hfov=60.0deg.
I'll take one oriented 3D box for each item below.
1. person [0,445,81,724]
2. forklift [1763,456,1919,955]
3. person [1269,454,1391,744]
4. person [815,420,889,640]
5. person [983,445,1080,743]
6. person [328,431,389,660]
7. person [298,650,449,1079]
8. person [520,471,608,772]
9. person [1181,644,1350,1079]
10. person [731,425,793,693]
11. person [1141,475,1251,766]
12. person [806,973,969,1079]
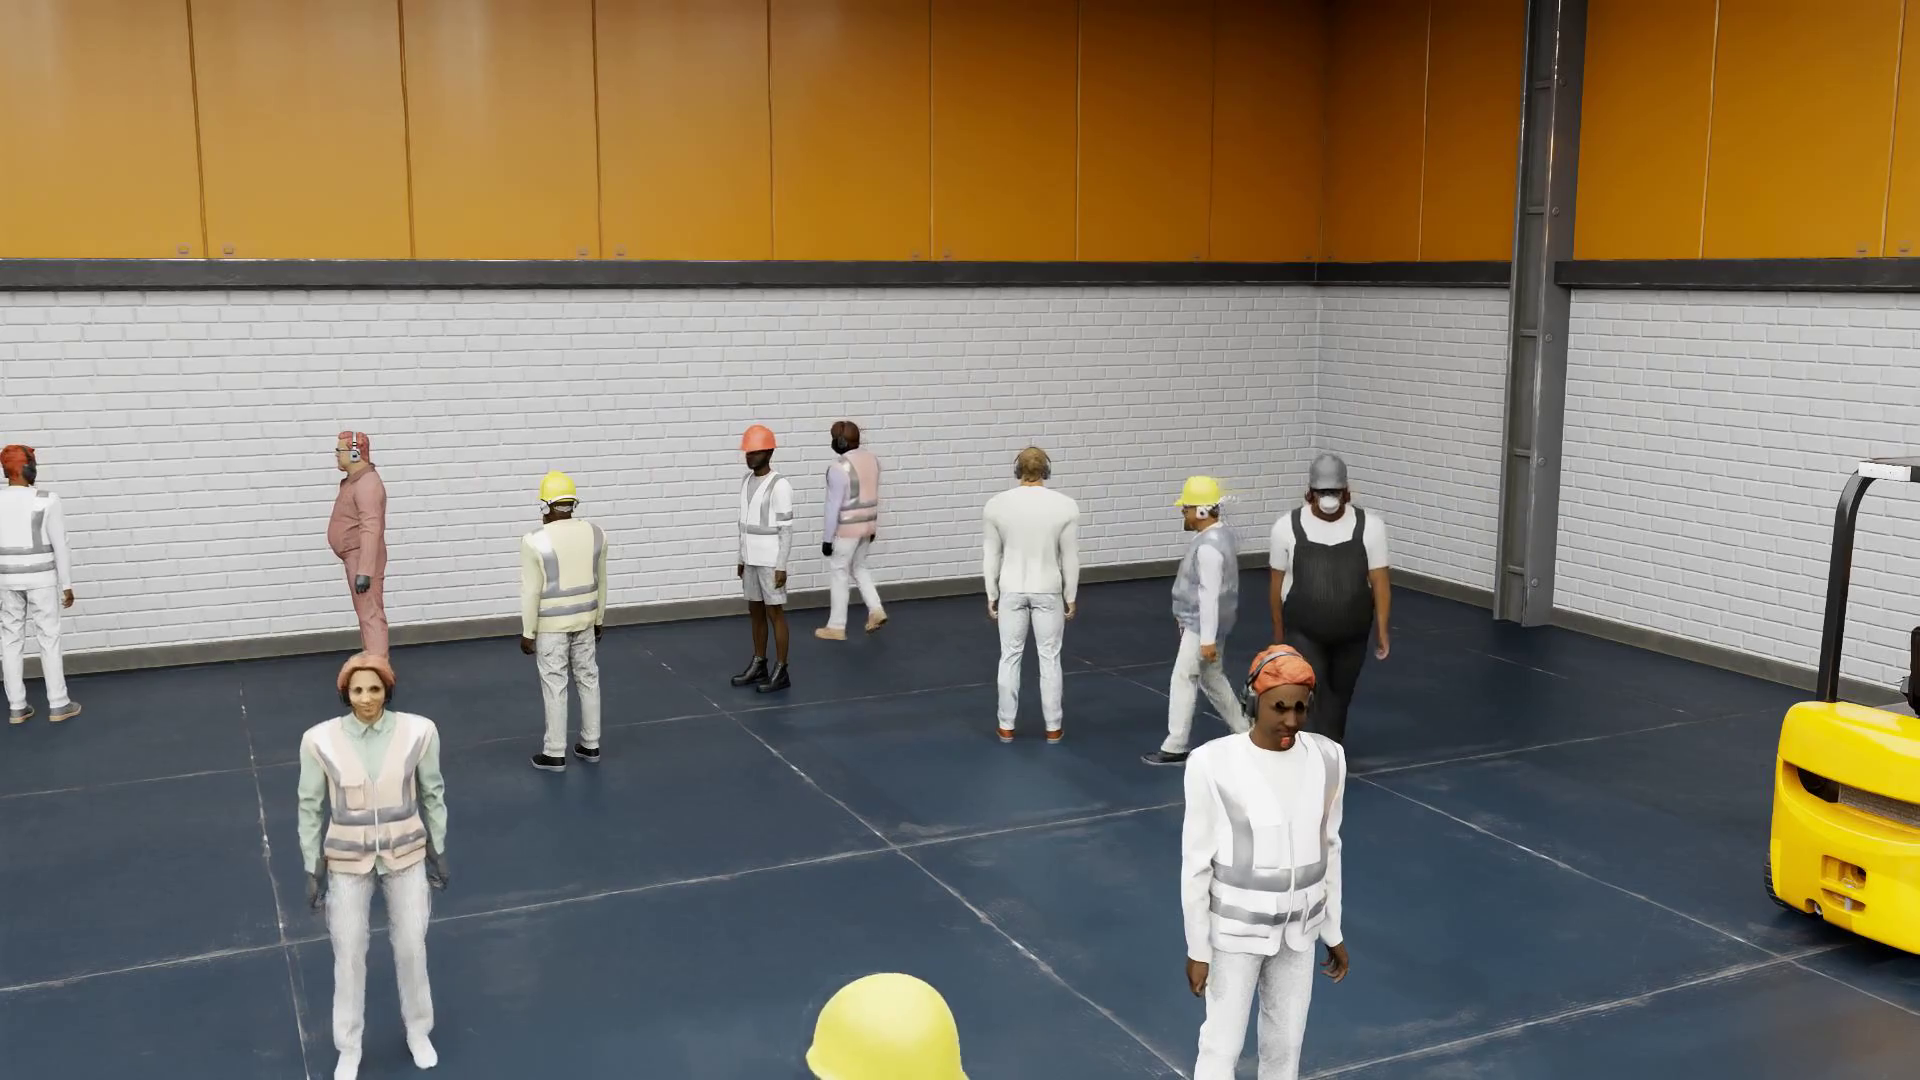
[{"bbox_3d":[-6.282,0.299,11.205,0.577,1.881,0.349,-1,9,-7],"label":"person"},{"bbox_3d":[4.857,0.731,7.561,2.313,2.155,1.214,-4,10,-25],"label":"forklift"},{"bbox_3d":[2.180,0.440,9.838,0.691,2.000,1.008,1,9,5],"label":"person"},{"bbox_3d":[-0.921,-0.078,13.700,0.526,1.829,0.665,6,11,32],"label":"person"},{"bbox_3d":[0.460,0.352,10.748,0.626,1.930,0.380,1,9,8],"label":"person"},{"bbox_3d":[-4.313,0.167,11.946,0.407,1.910,0.638,-4,10,-23],"label":"person"},{"bbox_3d":[-2.203,1.216,6.269,0.523,1.637,0.311,-4,10,-22],"label":"person"},{"bbox_3d":[-2.429,0.492,10.161,0.403,1.833,0.591,8,12,42],"label":"person"},{"bbox_3d":[0.968,1.253,5.271,0.574,1.887,0.355,-3,10,-20],"label":"person"},{"bbox_3d":[-1.446,0.133,12.061,0.358,1.937,0.552,-9,12,-43],"label":"person"},{"bbox_3d":[1.526,0.498,10.209,0.695,1.809,0.616,2,9,14],"label":"person"},{"bbox_3d":[-0.310,1.635,2.902,0.705,1.894,0.614,5,11,31],"label":"person"}]
